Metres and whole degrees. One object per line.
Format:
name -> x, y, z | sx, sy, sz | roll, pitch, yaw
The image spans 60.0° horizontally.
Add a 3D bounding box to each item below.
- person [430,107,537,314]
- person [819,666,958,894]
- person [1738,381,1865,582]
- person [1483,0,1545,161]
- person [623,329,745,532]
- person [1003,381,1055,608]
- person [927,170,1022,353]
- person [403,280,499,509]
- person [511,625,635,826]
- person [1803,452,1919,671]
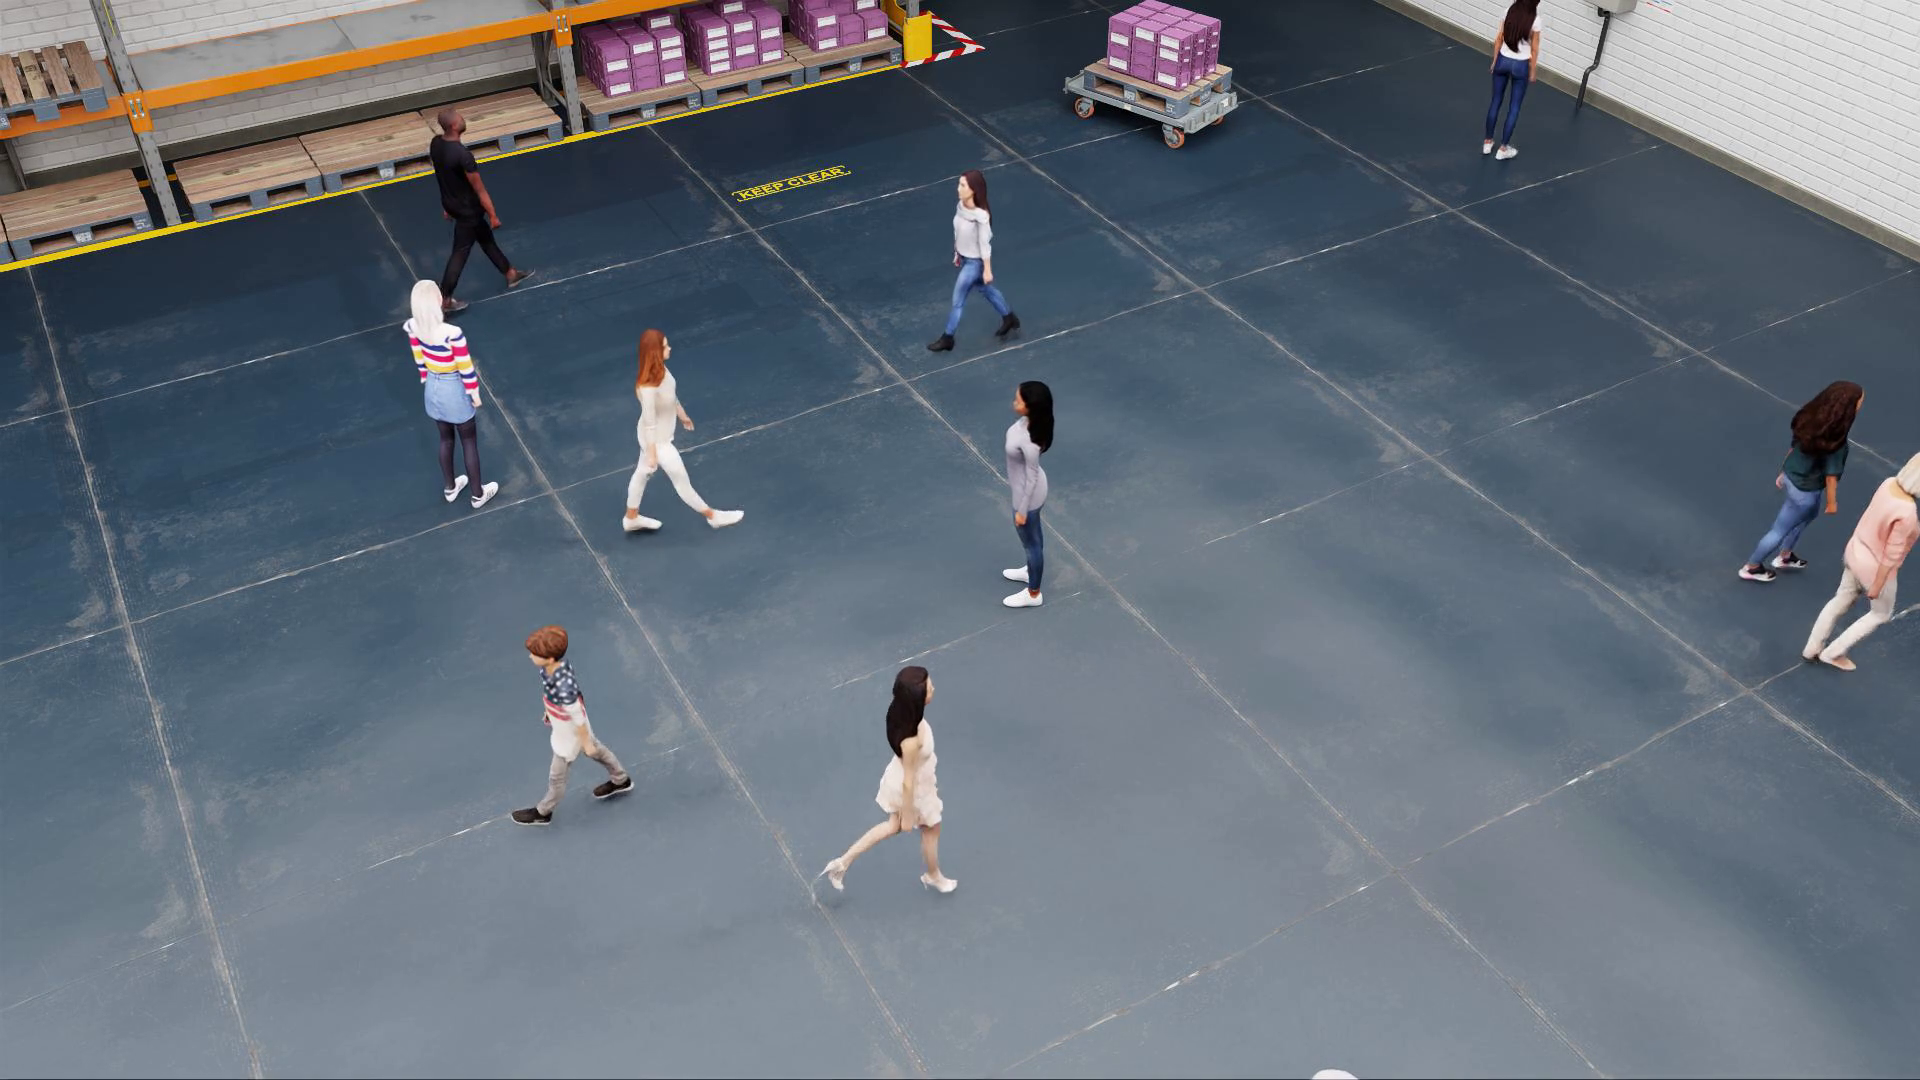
person -> -4.237, -2.718, 13.998 | 1.281, 1.765, 0.866 | -30, 47, -32
person -> -0.371, 1.359, 8.934 | 1.076, 1.712, 0.808 | -6, 39, -8
person -> 5.596, -0.365, 11.185 | 0.853, 1.598, 0.773 | 2, 39, 3
person -> 5.450, -4.653, 16.418 | 0.667, 1.769, 0.637 | 23, 44, 26
person -> -2.186, -0.707, 11.556 | 1.193, 1.669, 0.925 | -4, 39, -5
person -> 0.469, -0.313, 11.008 | 0.711, 1.738, 0.690 | 3, 39, 3
person -> 0.190, -2.281, 13.587 | 1.120, 1.594, 0.760 | -13, 40, -15
person -> -3.658, -1.047, 11.872 | 0.713, 1.806, 0.728 | 15, 41, 18
person -> -2.178, 1.045, 9.577 | 0.988, 1.400, 0.637 | -13, 40, -16
person -> 5.650, 0.135, 10.469 | 0.749, 1.709, 0.726 | -1, 39, -1
